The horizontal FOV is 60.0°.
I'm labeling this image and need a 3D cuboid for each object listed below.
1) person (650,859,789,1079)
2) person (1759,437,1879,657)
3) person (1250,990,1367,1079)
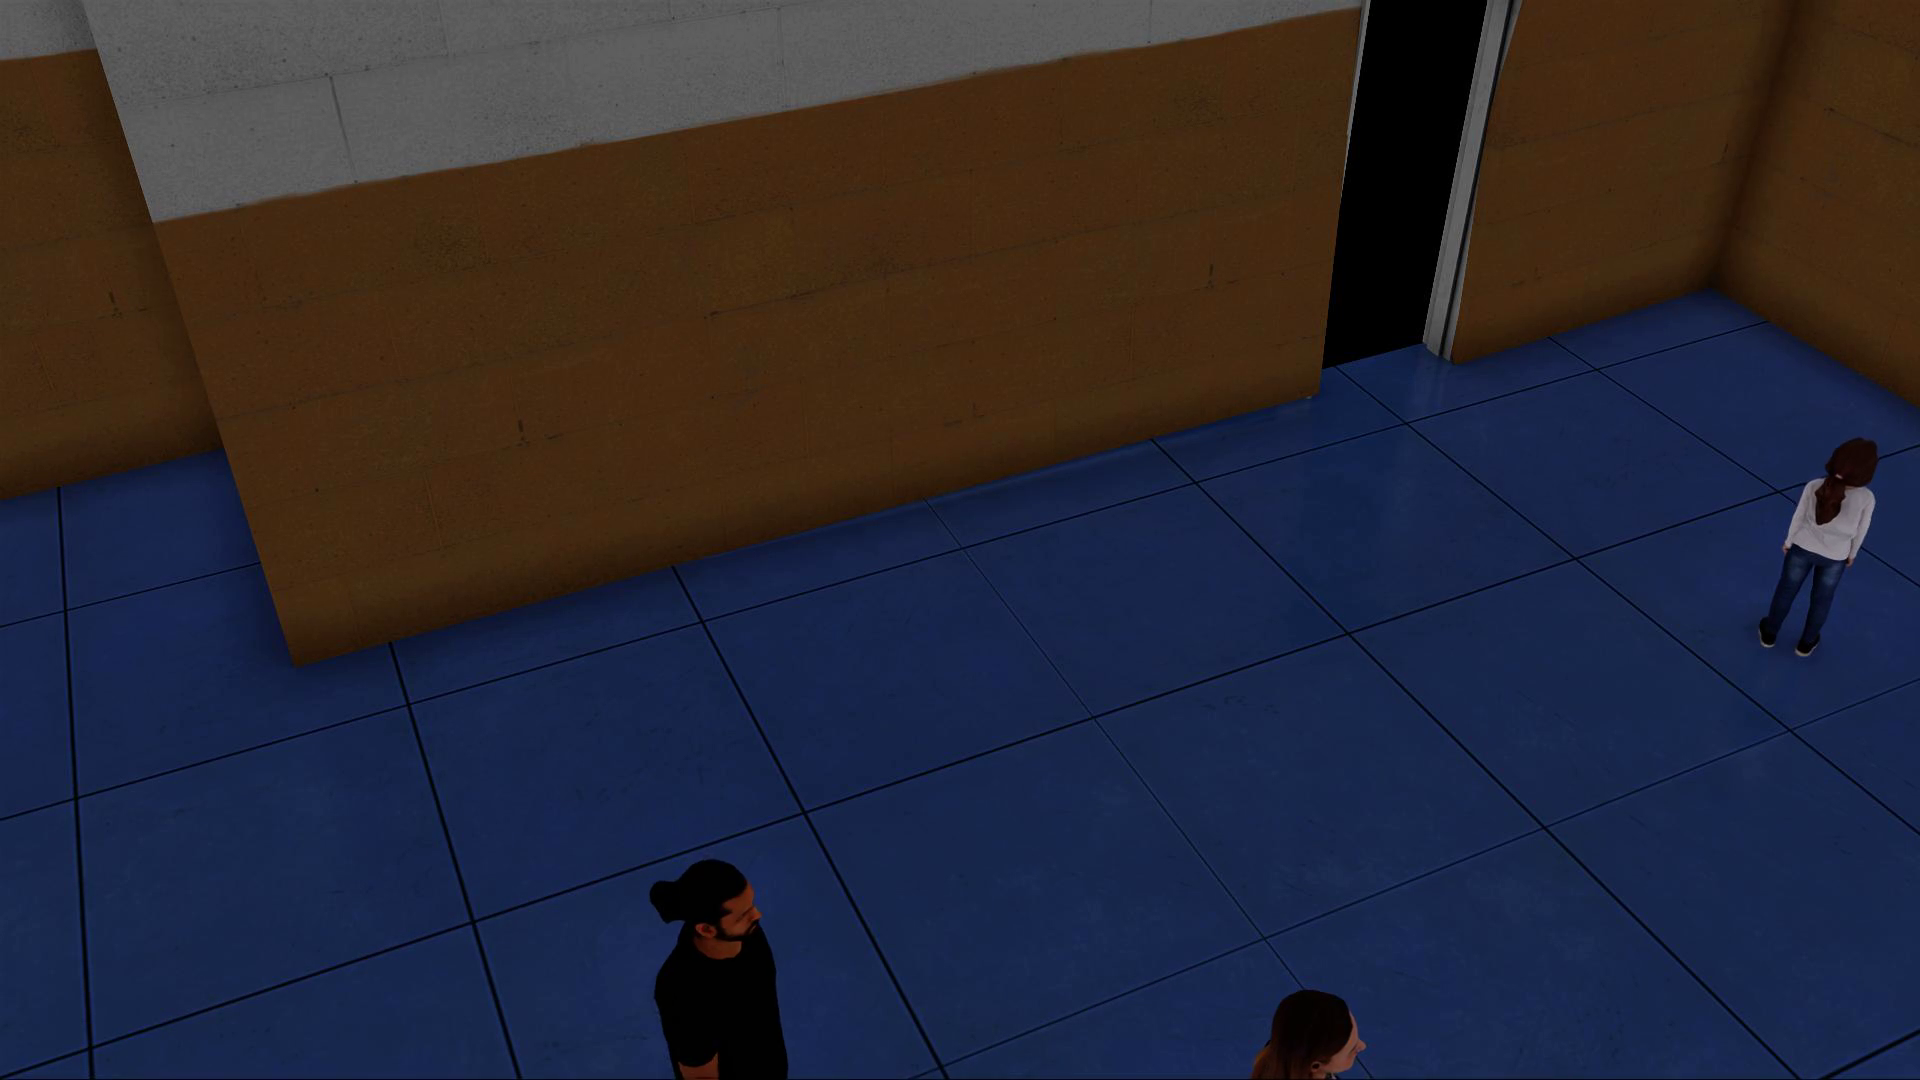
[{"bbox_3d":[-0.651,1.528,4.700,0.778,1.756,0.698,8,38,11],"label":"person"},{"bbox_3d":[3.756,0.021,7.246,0.531,1.110,0.596,16,40,21],"label":"person"},{"bbox_3d":[0.831,1.764,4.446,0.708,1.684,0.587,1,37,1],"label":"person"}]
